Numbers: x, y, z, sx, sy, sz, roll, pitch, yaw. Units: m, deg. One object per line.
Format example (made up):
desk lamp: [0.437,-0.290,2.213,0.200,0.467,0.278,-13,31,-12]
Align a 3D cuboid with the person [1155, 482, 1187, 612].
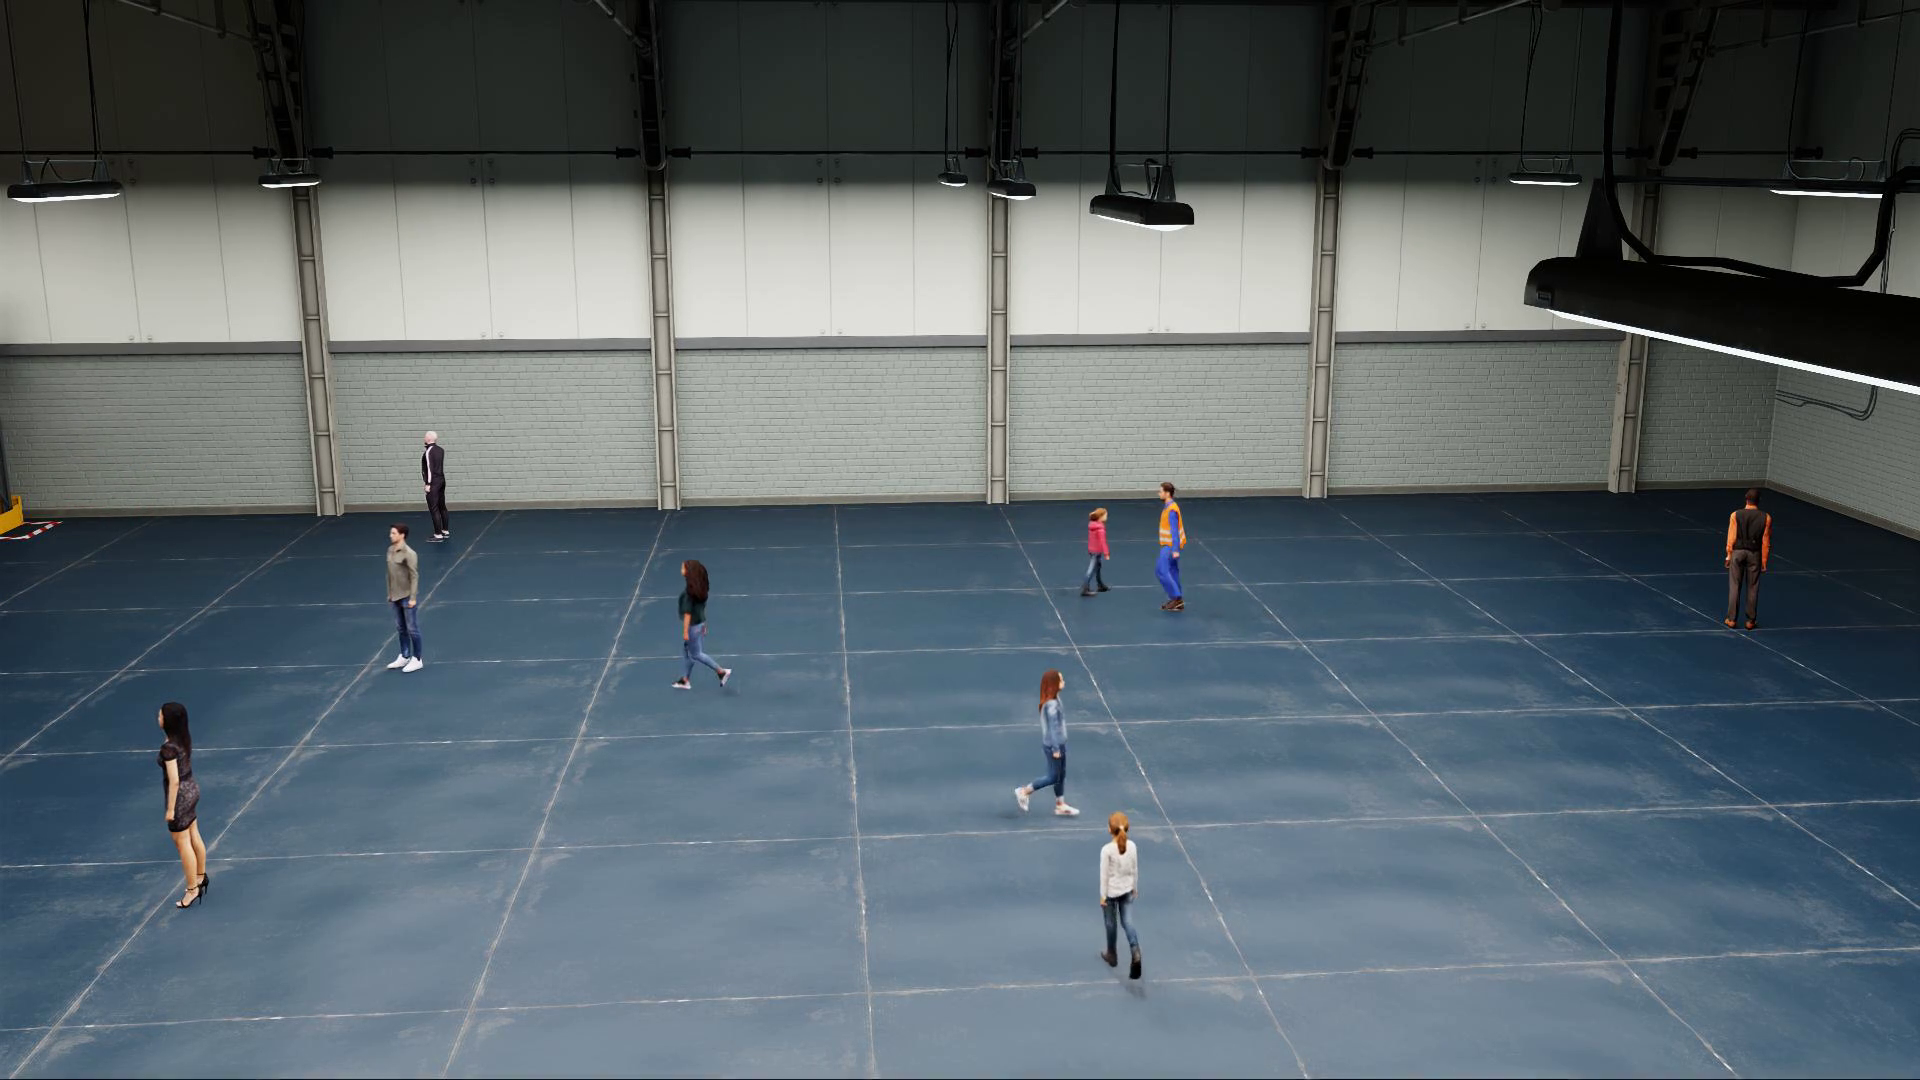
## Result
person: [3.030,0.116,23.168,0.690,1.842,0.760,0,13,1]

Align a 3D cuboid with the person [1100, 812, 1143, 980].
person: [1.261,2.769,12.908,0.833,1.302,0.665,-4,14,-19]

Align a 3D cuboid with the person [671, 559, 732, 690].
person: [-3.093,1.035,19.743,1.071,1.596,0.782,3,13,13]

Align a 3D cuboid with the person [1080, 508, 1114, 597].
person: [1.889,0.183,24.092,0.781,1.294,0.615,-3,13,-12]

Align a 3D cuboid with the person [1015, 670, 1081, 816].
person: [0.838,1.970,16.000,0.891,1.464,0.670,1,13,5]

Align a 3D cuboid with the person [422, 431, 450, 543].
person: [-8.695,-0.904,27.584,0.645,1.837,0.714,2,13,7]

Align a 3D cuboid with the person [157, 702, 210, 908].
person: [-6.621,2.231,14.147,0.480,1.792,0.604,-2,13,-7]

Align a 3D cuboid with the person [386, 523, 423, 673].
person: [-6.878,0.692,20.632,0.774,1.864,0.847,10,16,36]

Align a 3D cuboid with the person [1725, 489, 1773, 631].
person: [10.622,0.246,22.464,0.724,1.907,0.854,5,14,22]
